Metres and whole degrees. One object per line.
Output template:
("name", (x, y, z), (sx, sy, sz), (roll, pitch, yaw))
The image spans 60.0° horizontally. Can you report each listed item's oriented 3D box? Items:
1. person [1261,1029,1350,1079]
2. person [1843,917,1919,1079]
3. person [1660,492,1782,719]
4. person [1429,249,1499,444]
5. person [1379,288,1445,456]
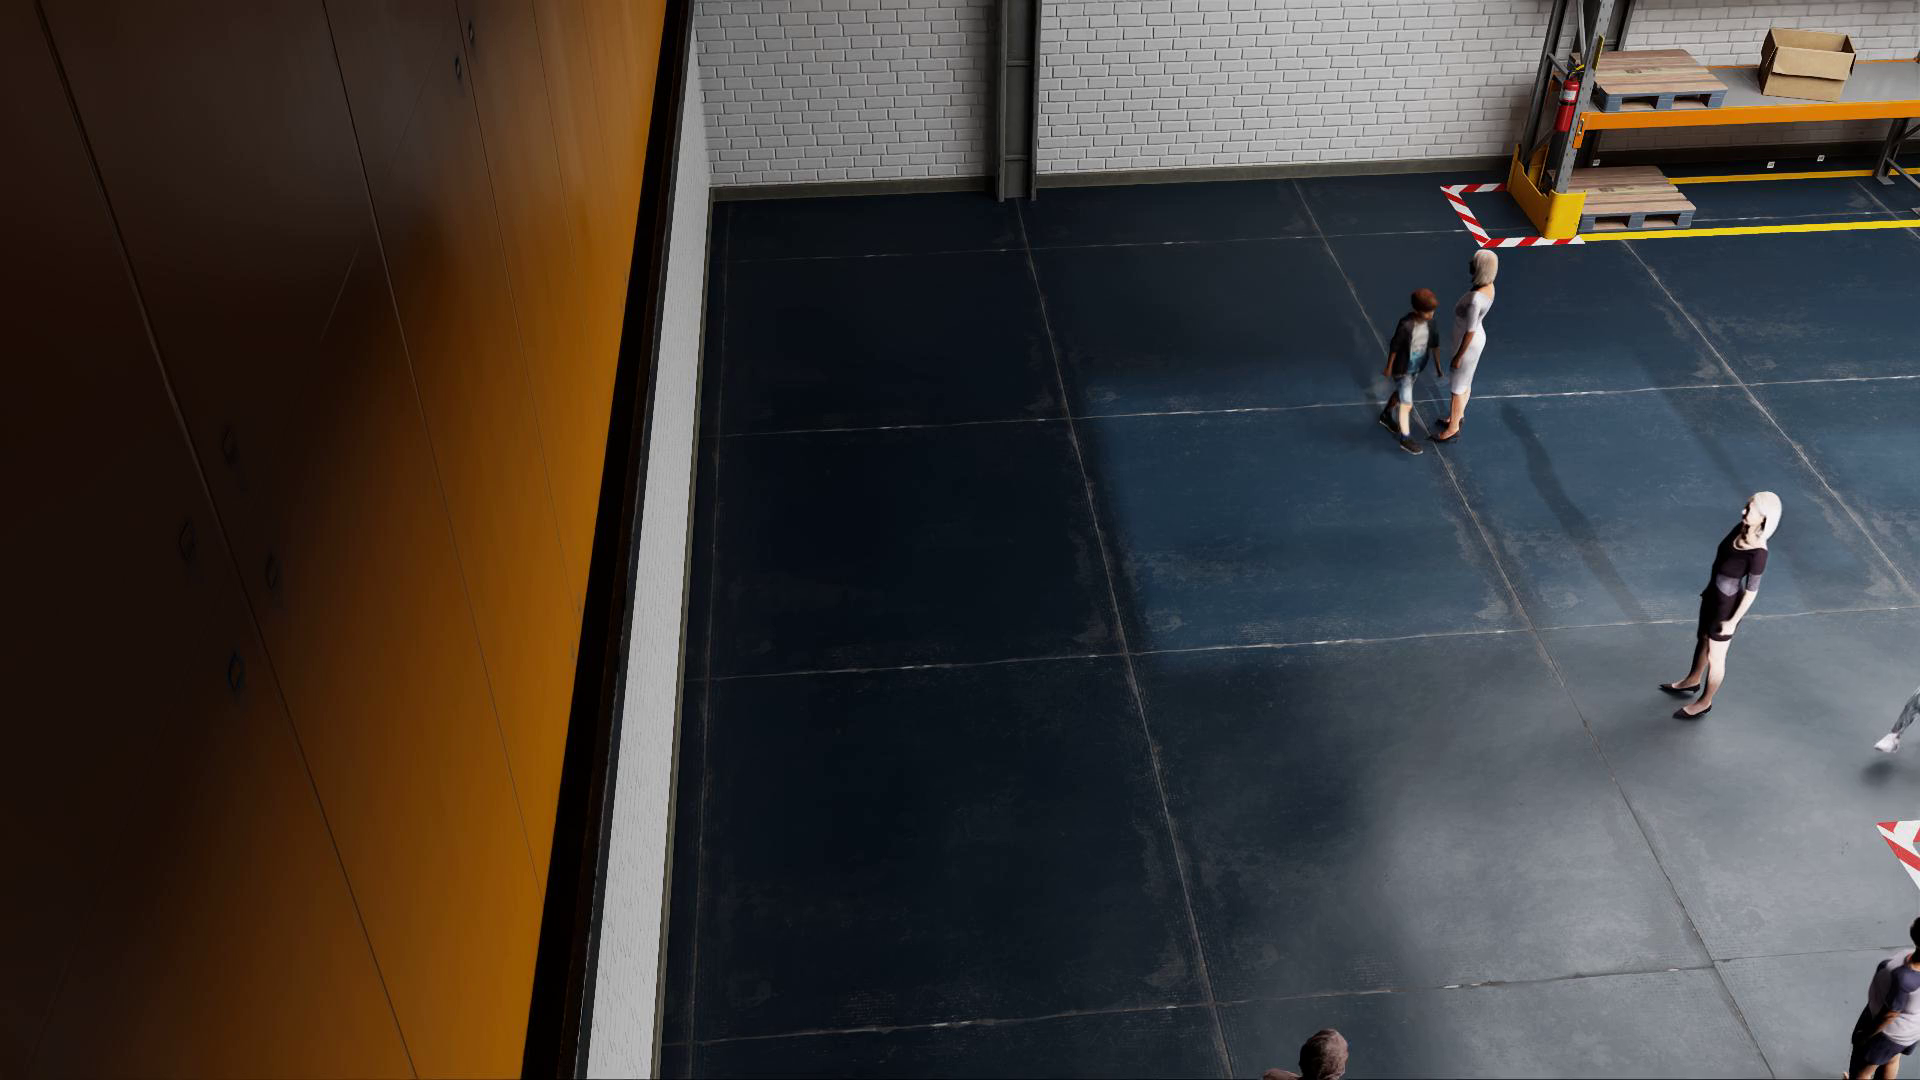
("person", (1.532, 2.981, 7.755), (1.057, 1.854, 0.977), (11, 40, 13))
("person", (4.838, 2.478, 8.617), (0.587, 1.565, 0.701), (-19, 42, -23))
("person", (5.045, 0.426, 10.974), (0.534, 1.830, 0.618), (2, 39, 2))
("person", (4.132, -1.579, 13.548), (0.657, 1.751, 0.642), (17, 42, 20))
("person", (3.645, -1.466, 13.672), (0.871, 1.420, 0.839), (-24, 44, -27))
